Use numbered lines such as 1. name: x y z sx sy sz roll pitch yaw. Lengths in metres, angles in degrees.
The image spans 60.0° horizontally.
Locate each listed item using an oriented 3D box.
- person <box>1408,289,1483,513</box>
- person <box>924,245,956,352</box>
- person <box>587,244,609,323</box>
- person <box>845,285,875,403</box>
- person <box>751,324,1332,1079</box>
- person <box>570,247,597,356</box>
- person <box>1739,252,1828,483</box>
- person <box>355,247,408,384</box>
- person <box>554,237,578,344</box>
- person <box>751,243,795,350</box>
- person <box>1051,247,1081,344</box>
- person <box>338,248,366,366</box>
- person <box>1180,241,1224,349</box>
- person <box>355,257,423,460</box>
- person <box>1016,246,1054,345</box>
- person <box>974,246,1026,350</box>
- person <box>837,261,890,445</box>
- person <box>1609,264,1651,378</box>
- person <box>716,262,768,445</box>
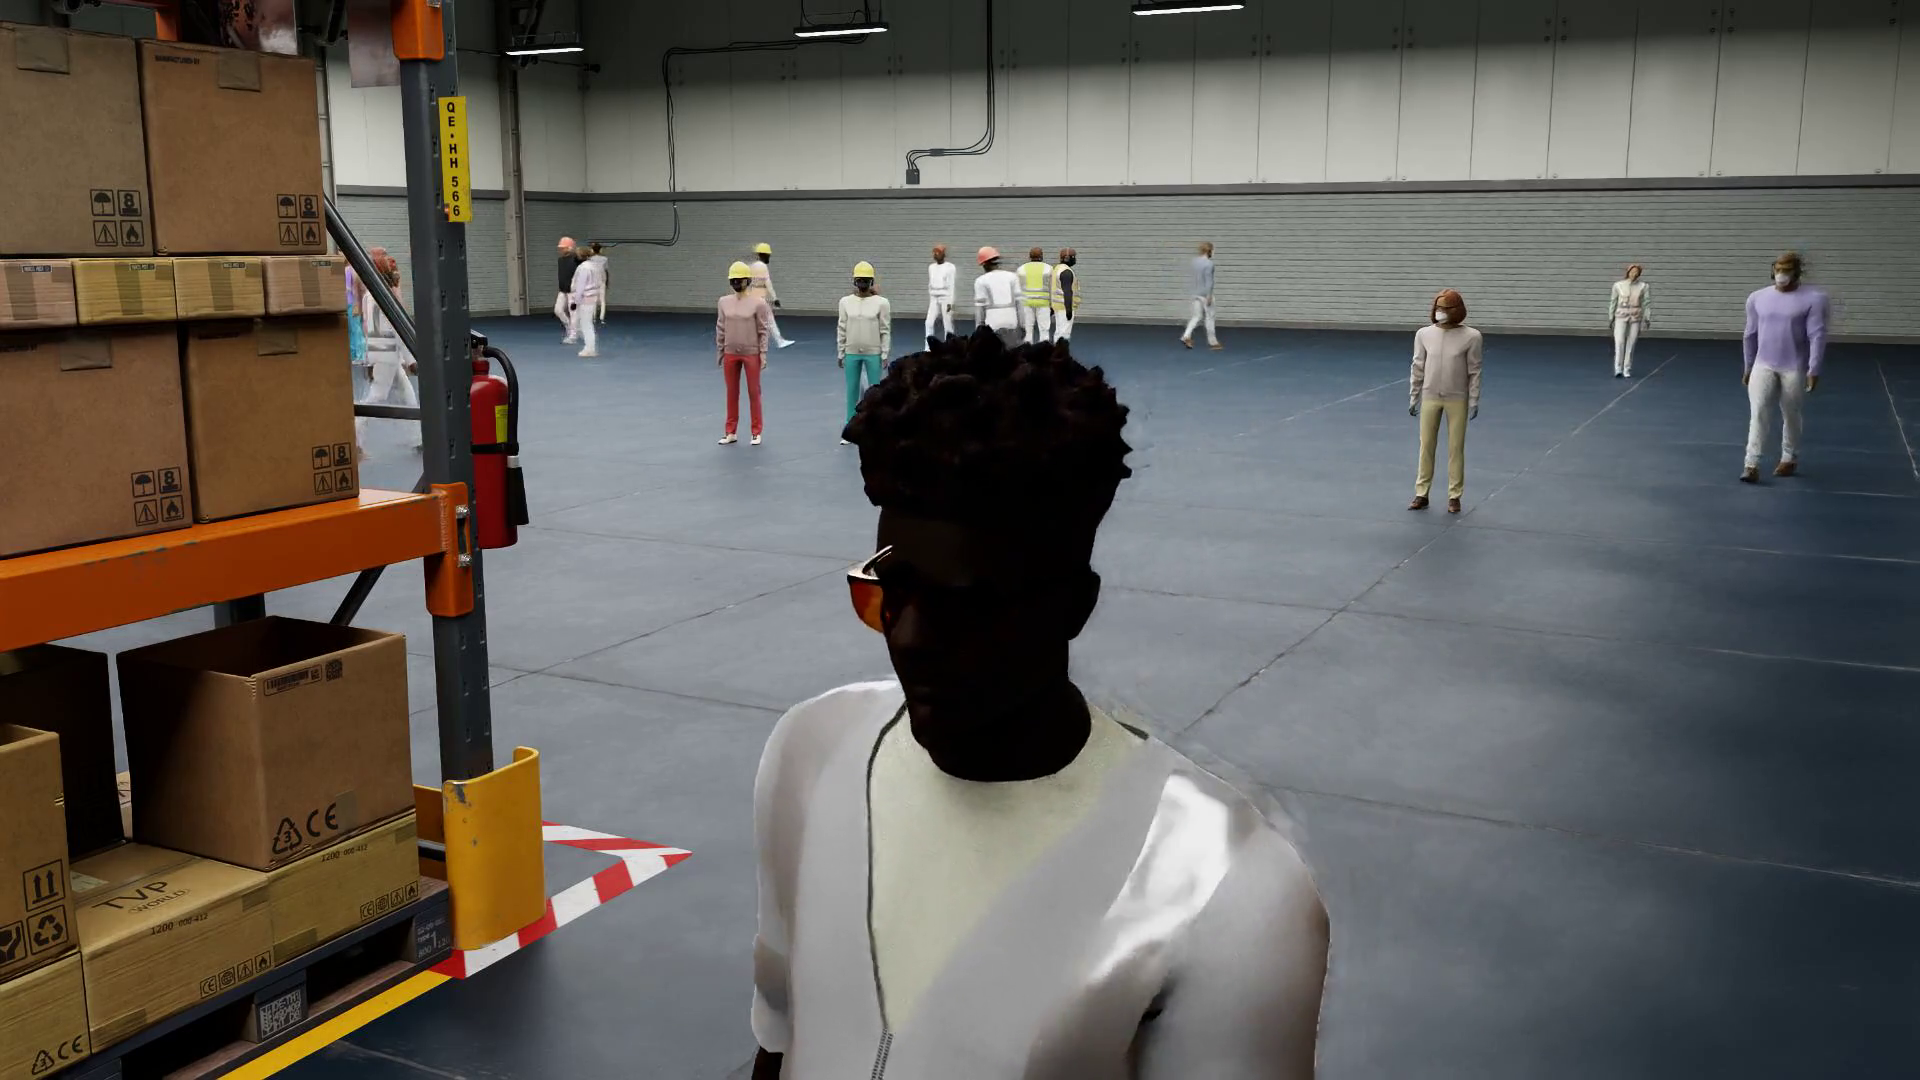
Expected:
1. person: 3.543 -1.012 12.171 0.507 1.631 0.280 6 12 29
2. person: -0.364 -3.891 27.251 0.594 1.859 0.766 8 13 36
3. person: -8.408 -5.959 38.648 0.515 1.824 0.959 -3 11 -15
4. person: -1.065 -2.197 18.725 0.508 1.599 0.803 -5 12 -27
5. person: 0.051 0.771 1.572 0.631 1.952 0.647 9 14 41
6. person: -6.304 -3.970 27.809 0.464 1.823 0.623 -2 11 -13
7. person: 6.768 -1.417 13.708 0.650 1.886 1.015 9 14 39
8. person: -7.987 -3.097 22.938 0.672 1.843 0.996 0 10 -1
9. person: -7.328 -4.657 31.086 0.642 1.982 0.435 8 13 38
10. person: -3.424 -4.257 29.218 1.002 1.871 0.589 -2 11 -13
11. person: 1.598 -3.473 25.035 0.429 1.839 0.633 -2 11 -9
12. person: -9.494 -3.649 25.975 0.390 1.846 0.565 -8 13 -39
13. person: 4.298 -4.331 29.501 0.776 1.922 0.640 -3 11 -18
14. person: -5.212 -1.642 15.089 0.998 1.838 0.580 -6 12 -29
15. person: 1.200 -3.685 26.182 0.619 1.845 0.430 2 11 10
16. person: 0.466 -2.564 19.950 0.594 1.886 0.622 -3 11 -17
17. person: -0.934 -1.797 16.087 0.523 1.772 0.301 1 10 8
18. person: 9.505 -3.097 23.580 0.542 1.605 0.699 3 11 14
19. person: -2.112 -1.797 16.089 0.523 1.769 0.320 3 11 13
